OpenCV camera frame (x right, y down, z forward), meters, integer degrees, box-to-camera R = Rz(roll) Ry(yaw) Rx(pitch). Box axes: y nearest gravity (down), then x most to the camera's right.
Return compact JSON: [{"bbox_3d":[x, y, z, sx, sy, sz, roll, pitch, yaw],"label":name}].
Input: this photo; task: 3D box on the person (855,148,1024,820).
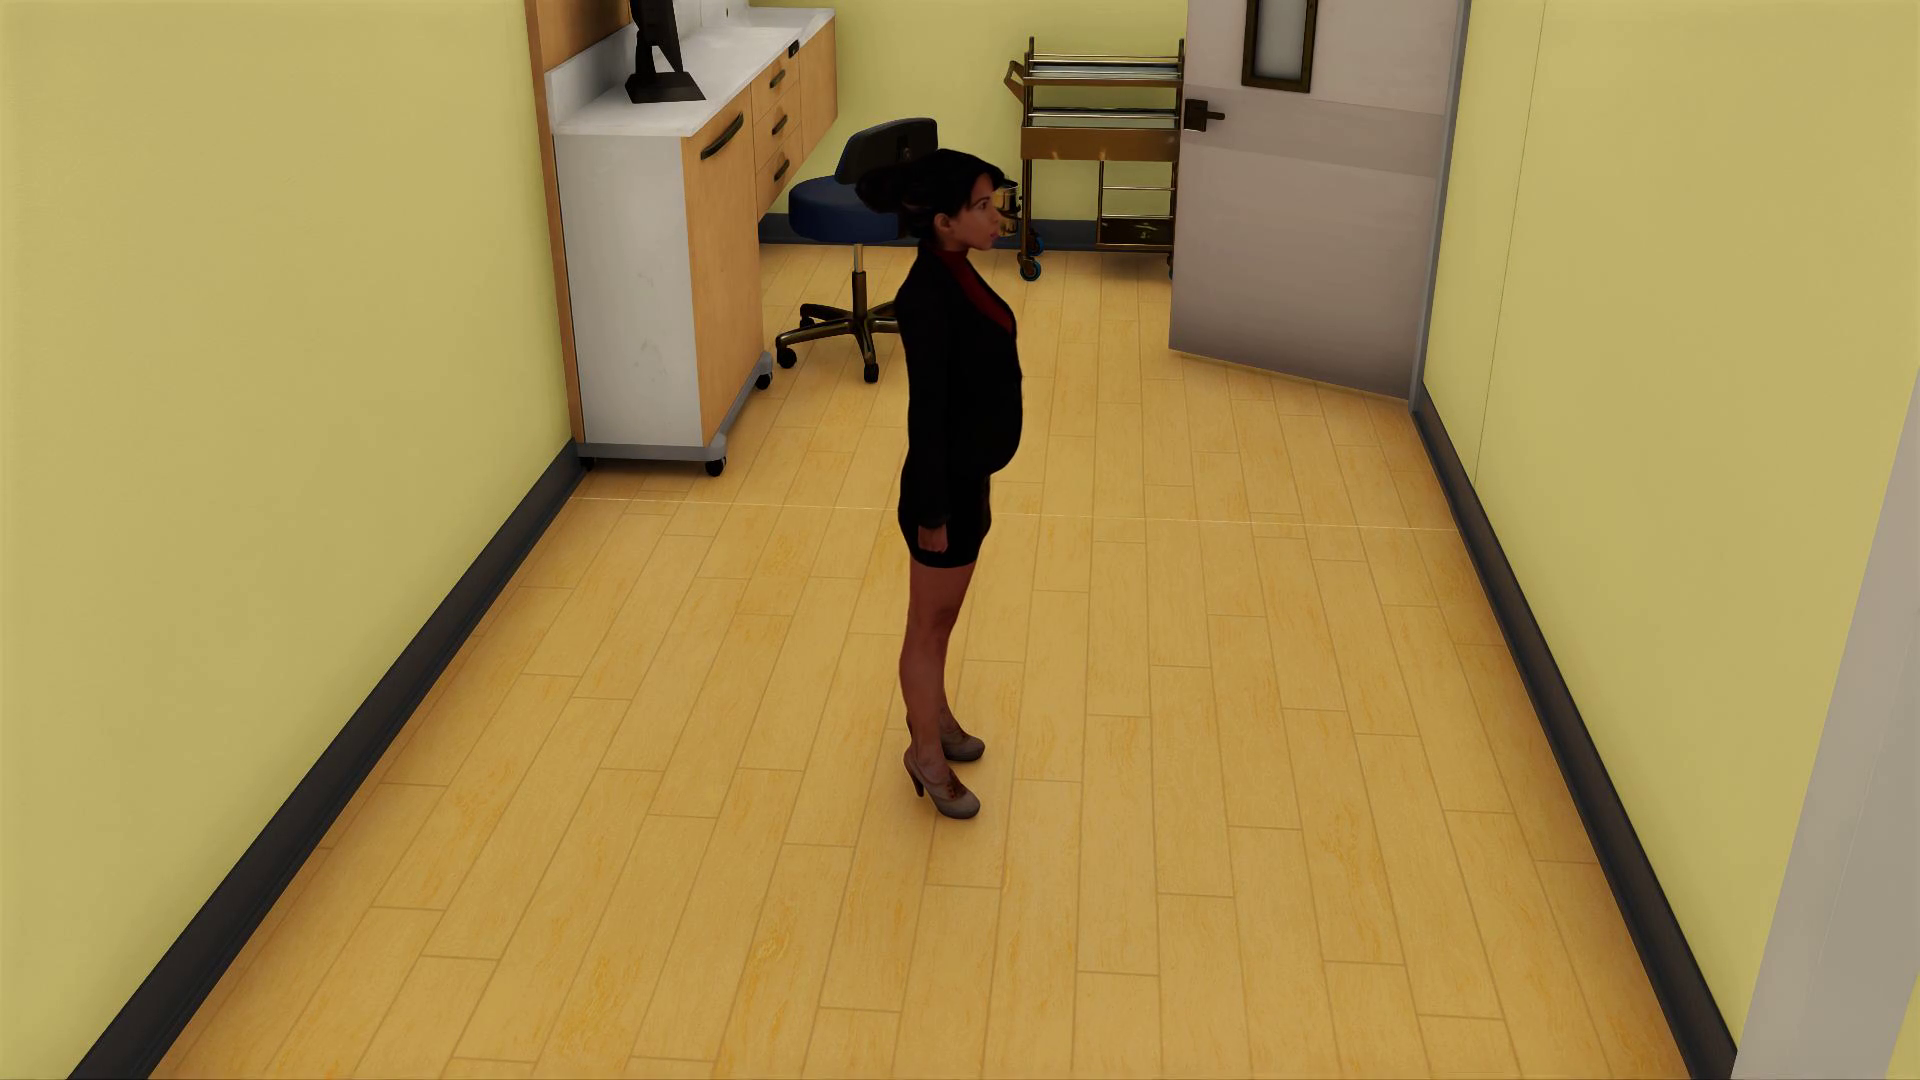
[{"bbox_3d":[-0.031,-0.115,3.985,0.598,1.639,0.550,3,26,6],"label":"person"}]
